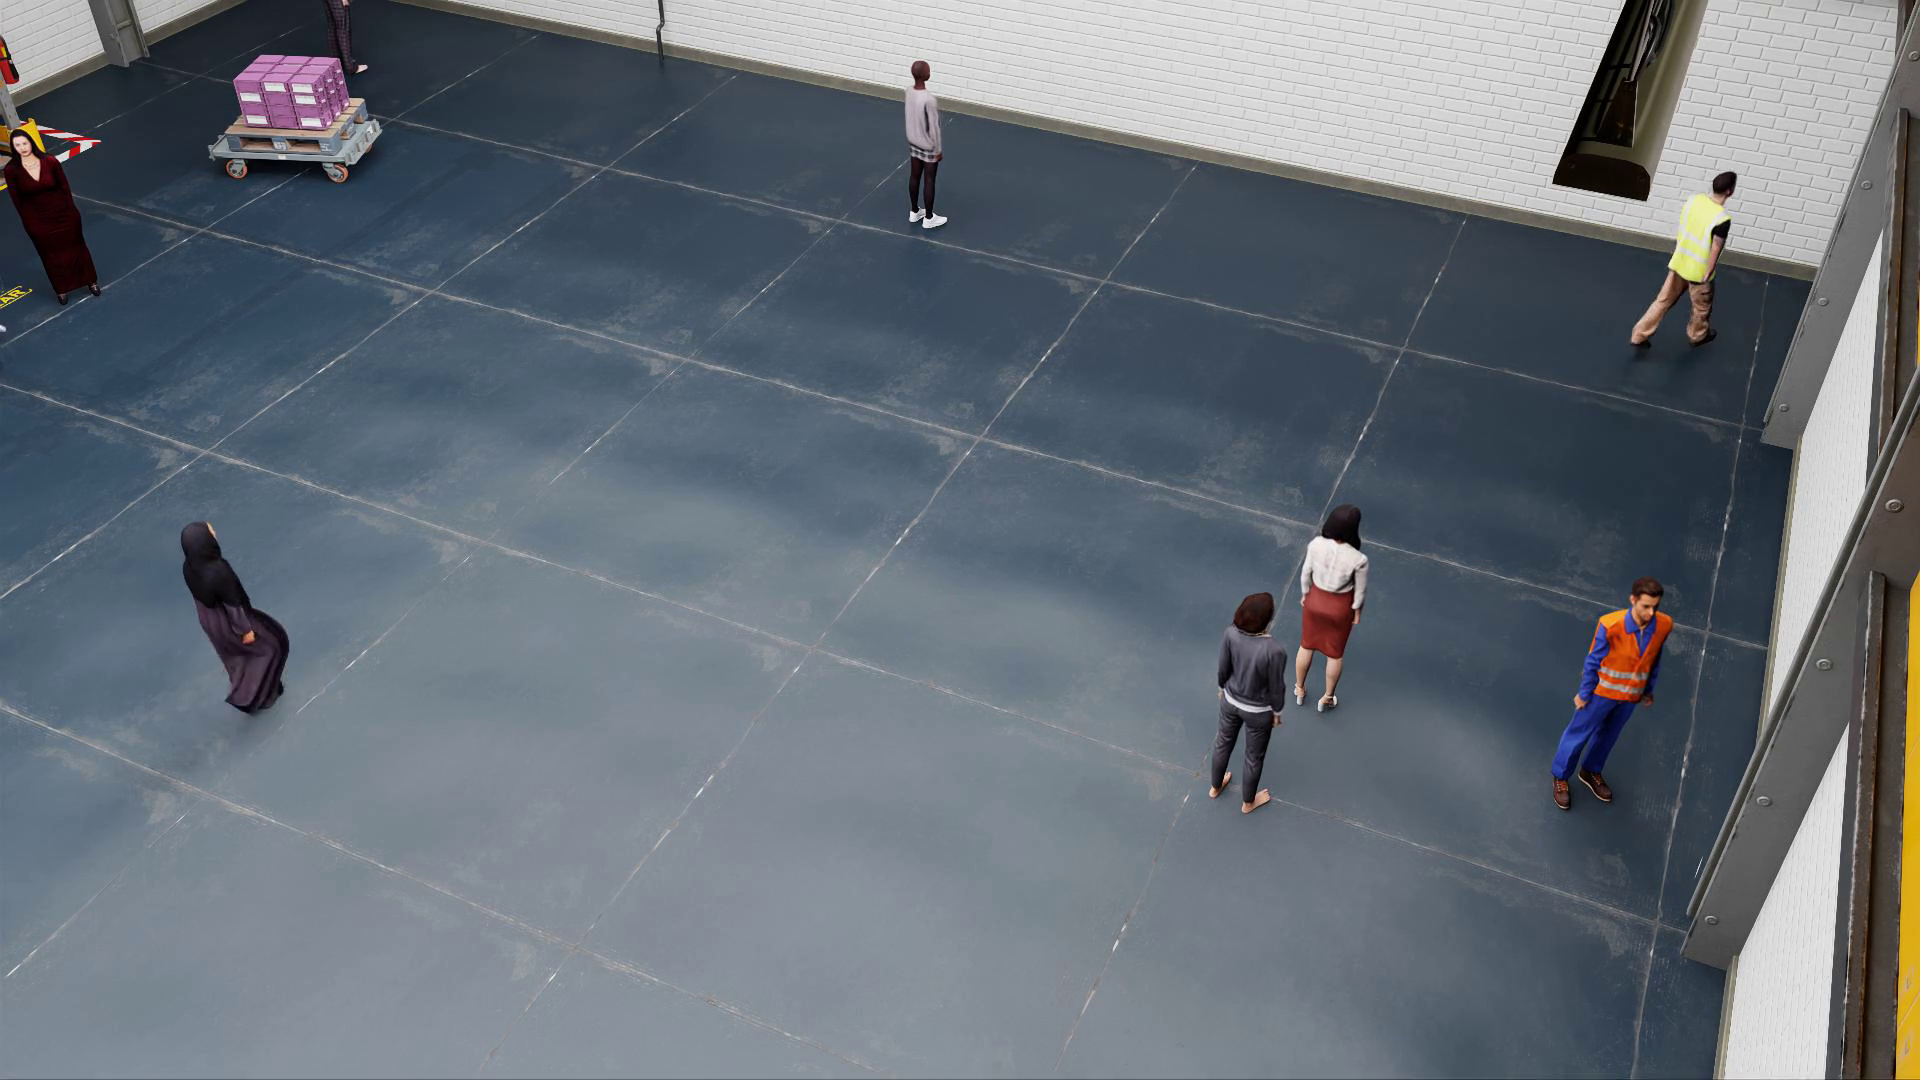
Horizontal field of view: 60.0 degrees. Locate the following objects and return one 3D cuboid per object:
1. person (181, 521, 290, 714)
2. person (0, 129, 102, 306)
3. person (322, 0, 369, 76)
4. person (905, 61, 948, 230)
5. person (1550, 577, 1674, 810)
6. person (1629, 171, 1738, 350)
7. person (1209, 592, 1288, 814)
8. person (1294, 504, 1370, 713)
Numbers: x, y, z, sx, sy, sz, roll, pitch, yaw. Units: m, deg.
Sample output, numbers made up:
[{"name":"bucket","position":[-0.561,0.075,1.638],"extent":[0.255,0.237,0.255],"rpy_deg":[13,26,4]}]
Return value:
[{"name":"person","position":[-5.049,0.570,11.357],"extent":[0.684,1.608,0.797],"rpy_deg":[24,44,27]},{"name":"person","position":[-8.657,-3.084,15.812],"extent":[0.719,1.758,0.826],"rpy_deg":[-23,44,-26]},{"name":"person","position":[-7.595,-6.598,20.124],"extent":[0.708,1.868,0.637],"rpy_deg":[28,46,30]},{"name":"person","position":[-0.385,-4.057,17.020],"extent":[0.665,1.772,0.684],"rpy_deg":[-30,48,-32]},{"name":"person","position":[4.192,0.961,10.663],"extent":[0.787,1.864,0.802],"rpy_deg":[-5,39,-7]},{"name":"person","position":[6.563,-2.472,15.005],"extent":[1.268,1.809,1.116],"rpy_deg":[-20,43,-23]},{"name":"person","position":[1.846,1.035,10.646],"extent":[0.657,1.768,0.592],"rpy_deg":[25,45,28]},{"name":"person","position":[2.525,0.473,11.364],"extent":[0.605,1.751,0.523],"rpy_deg":[19,42,22]}]
